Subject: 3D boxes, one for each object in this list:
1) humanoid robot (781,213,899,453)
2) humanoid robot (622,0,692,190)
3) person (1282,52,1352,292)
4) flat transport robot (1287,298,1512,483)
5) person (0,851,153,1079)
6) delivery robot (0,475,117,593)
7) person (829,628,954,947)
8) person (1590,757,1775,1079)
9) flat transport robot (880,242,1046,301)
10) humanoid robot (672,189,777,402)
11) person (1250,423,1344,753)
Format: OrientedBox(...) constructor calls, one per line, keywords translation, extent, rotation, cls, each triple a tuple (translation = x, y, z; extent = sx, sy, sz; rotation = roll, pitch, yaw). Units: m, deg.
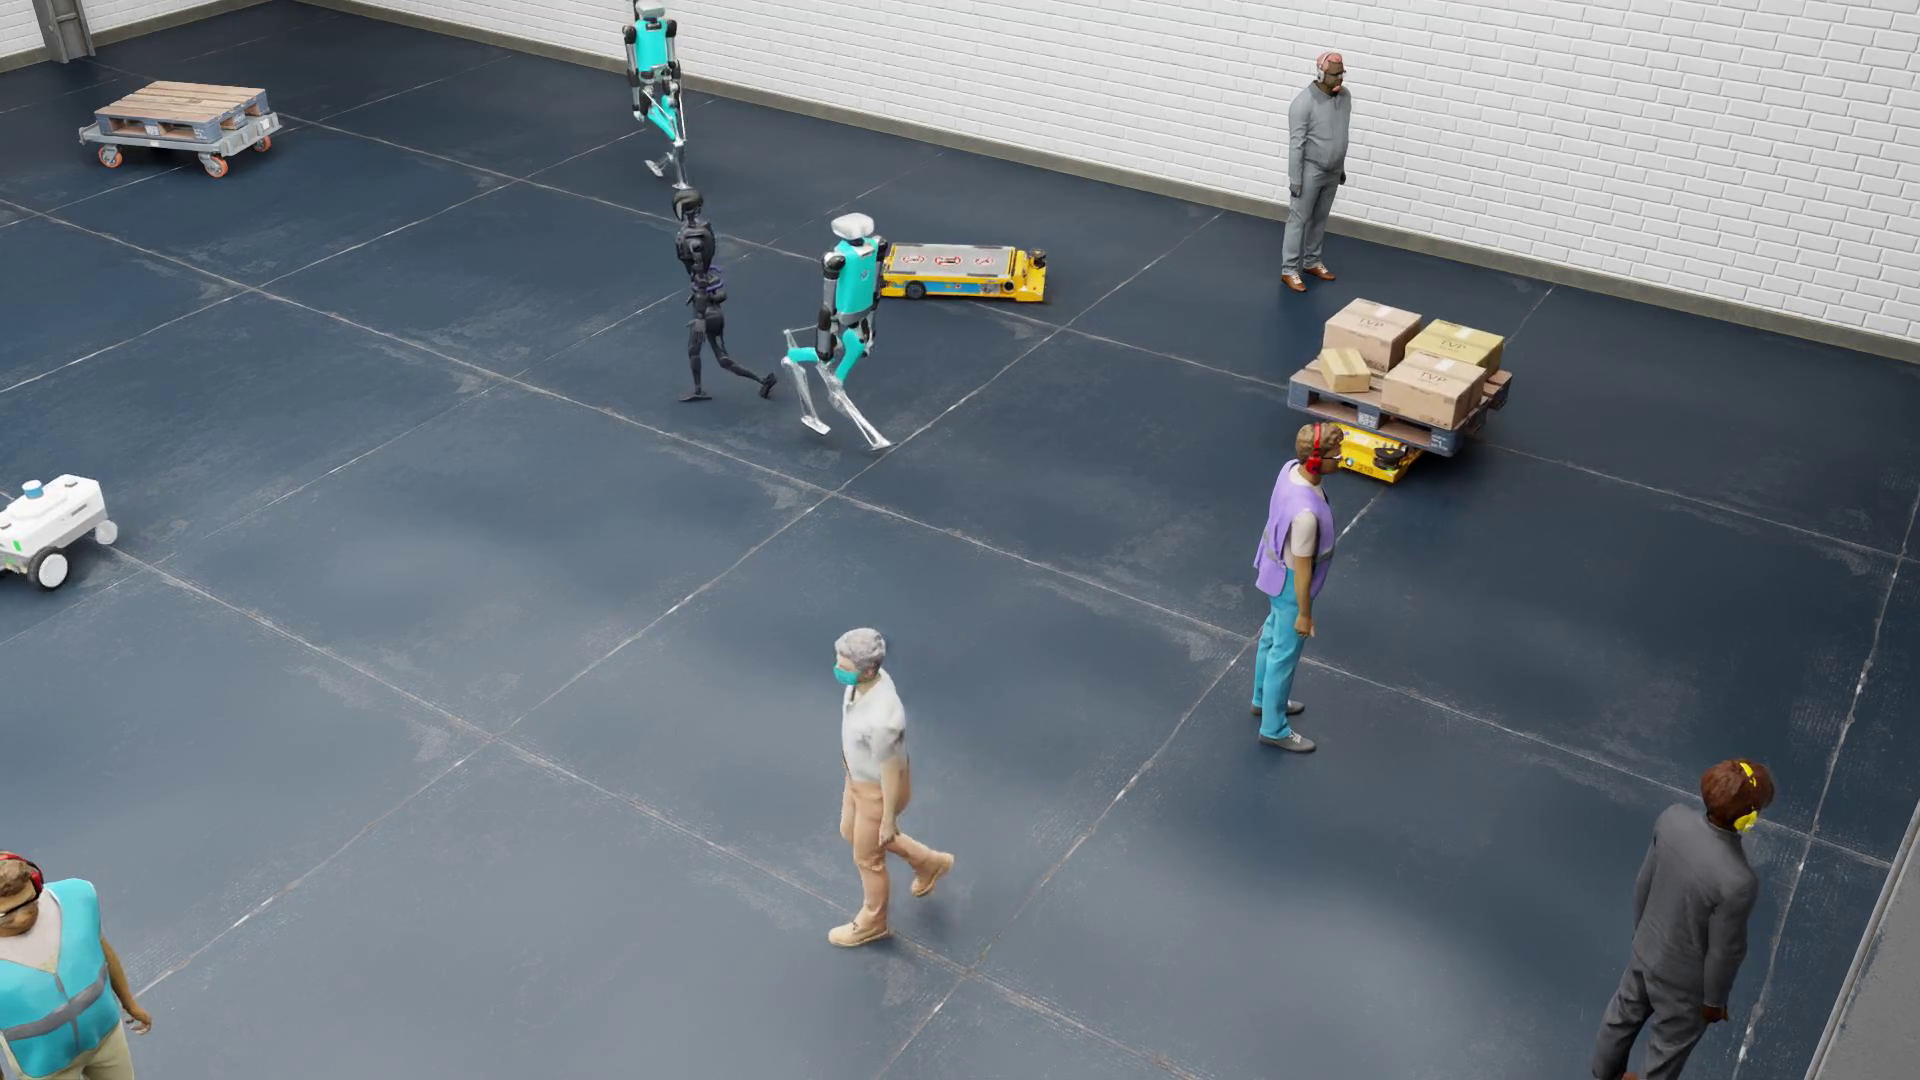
OrientedBox(translation=(-0.846, -1.372, 11.029), extent=(1.032, 1.731, 0.550), rotation=(25, 40, 33), cls="humanoid robot")
OrientedBox(translation=(-2.650, -3.962, 15.067), extent=(0.556, 1.735, 1.022), rotation=(-25, 40, -33), cls="humanoid robot")
OrientedBox(translation=(2.881, -2.957, 13.344), extent=(0.642, 1.908, 0.414), rotation=(-24, 40, -32), cls="person")
OrientedBox(translation=(3.028, -0.850, 11.579), extent=(0.659, 0.231, 1.431), rotation=(22, 39, 30), cls="flat transport robot")
OrientedBox(translation=(-3.214, 1.815, 5.976), extent=(0.376, 1.841, 0.571), rotation=(17, 36, 24), cls="person")
OrientedBox(translation=(-5.558, -0.086, 10.116), extent=(0.499, 0.586, 0.765), rotation=(11, 34, 17), cls="delivery robot")
OrientedBox(translation=(-0.329, 1.057, 7.257), extent=(0.535, 1.732, 0.496), rotation=(-9, 34, -13), cls="person")
OrientedBox(translation=(2.730, 1.584, 6.308), extent=(0.360, 1.875, 0.491), rotation=(-9, 34, -13), cls="person")
OrientedBox(translation=(-0.017, -2.199, 13.678), extent=(1.431, 0.231, 0.659), rotation=(3, 33, 4), cls="flat transport robot")
OrientedBox(translation=(-1.694, -1.707, 11.639), extent=(0.694, 1.624, 0.588), rotation=(-8, 34, -12), cls="humanoid robot")
OrientedBox(translation=(1.685, 0.228, 8.442), extent=(0.388, 1.847, 0.564), rotation=(1, 33, 2), cls="person")
